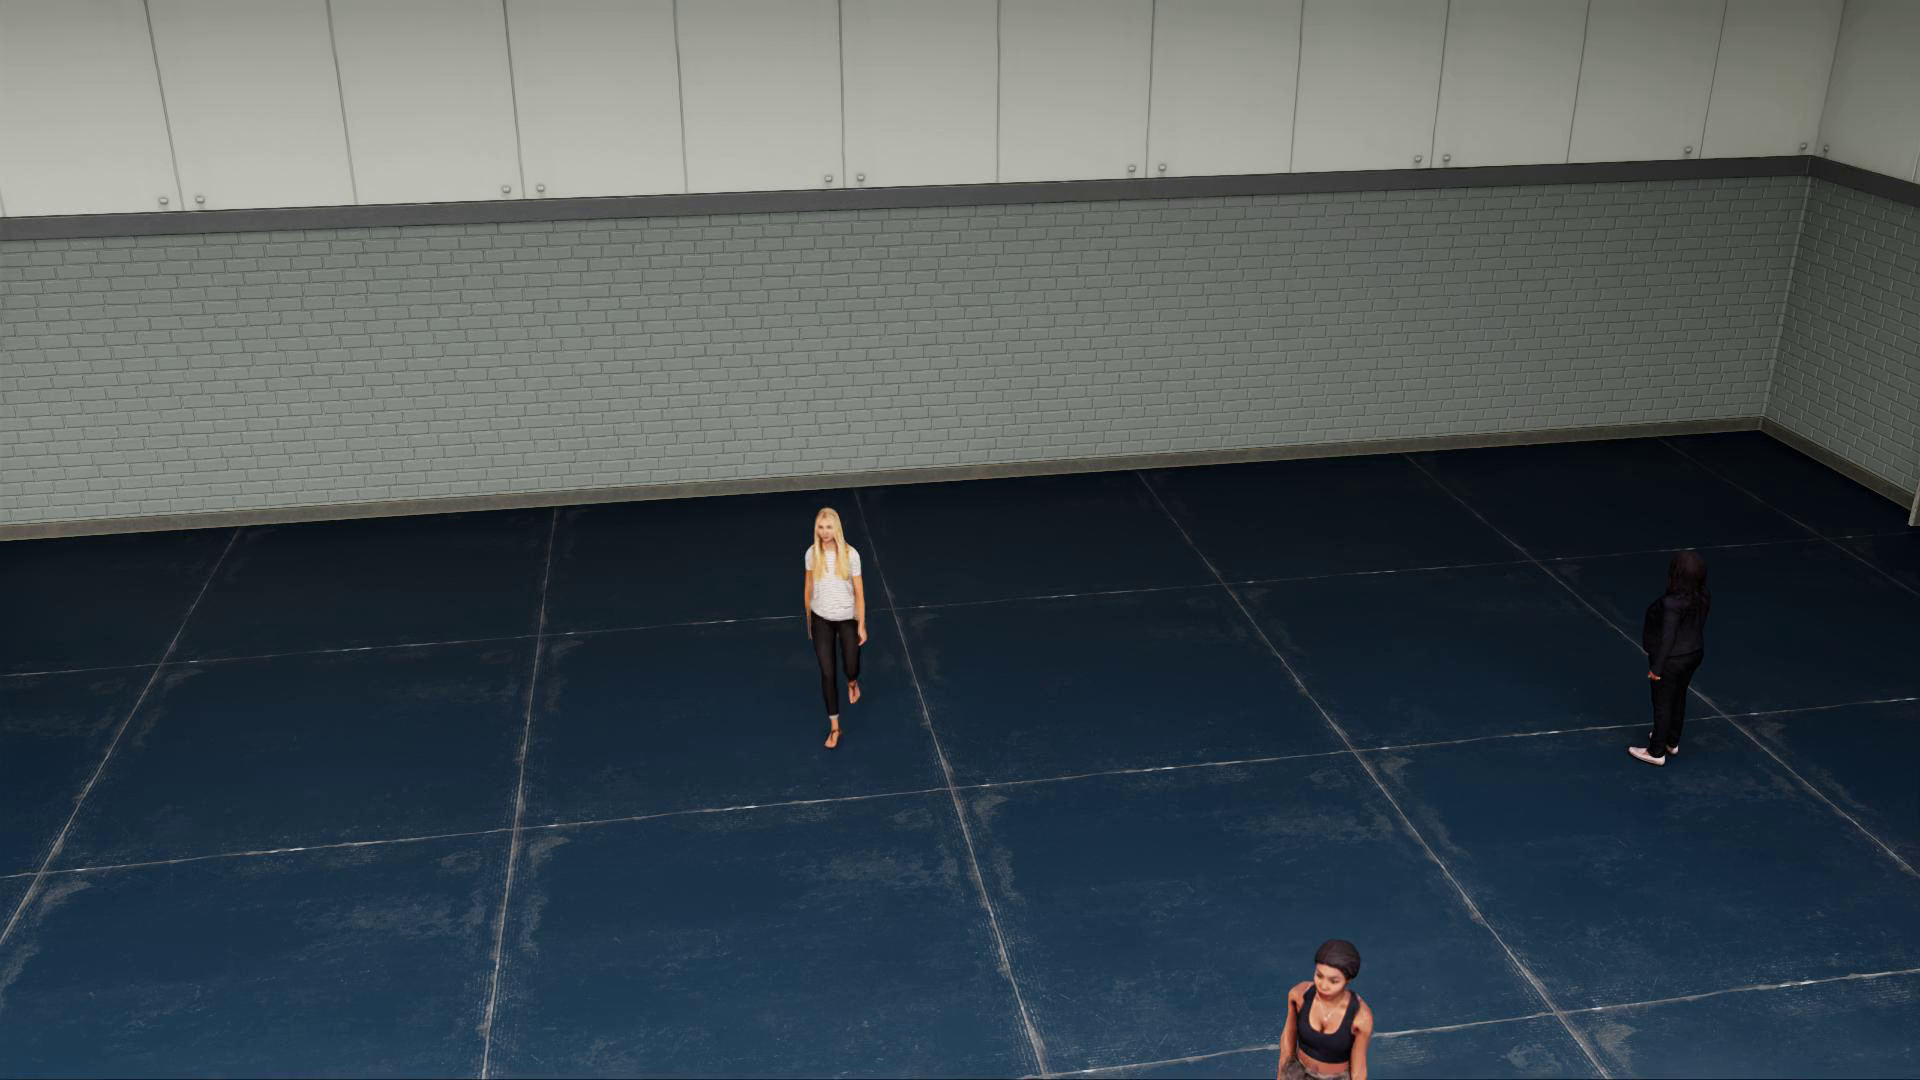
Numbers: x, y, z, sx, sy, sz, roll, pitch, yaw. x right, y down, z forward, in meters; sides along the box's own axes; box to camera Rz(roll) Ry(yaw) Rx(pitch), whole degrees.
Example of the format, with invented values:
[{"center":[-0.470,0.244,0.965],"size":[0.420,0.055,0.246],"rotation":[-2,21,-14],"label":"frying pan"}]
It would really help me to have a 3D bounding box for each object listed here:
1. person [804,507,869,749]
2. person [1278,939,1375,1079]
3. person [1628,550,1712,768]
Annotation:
[{"center":[-0.892,0.584,12.171],"size":[0.761,1.815,1.000],"rotation":[2,23,4],"label":"person"},{"center":[1.713,2.529,7.760],"size":[0.725,1.688,0.781],"rotation":[14,27,30],"label":"person"},{"center":[5.093,0.833,11.838],"size":[0.763,1.617,0.787],"rotation":[-18,29,-36],"label":"person"}]
